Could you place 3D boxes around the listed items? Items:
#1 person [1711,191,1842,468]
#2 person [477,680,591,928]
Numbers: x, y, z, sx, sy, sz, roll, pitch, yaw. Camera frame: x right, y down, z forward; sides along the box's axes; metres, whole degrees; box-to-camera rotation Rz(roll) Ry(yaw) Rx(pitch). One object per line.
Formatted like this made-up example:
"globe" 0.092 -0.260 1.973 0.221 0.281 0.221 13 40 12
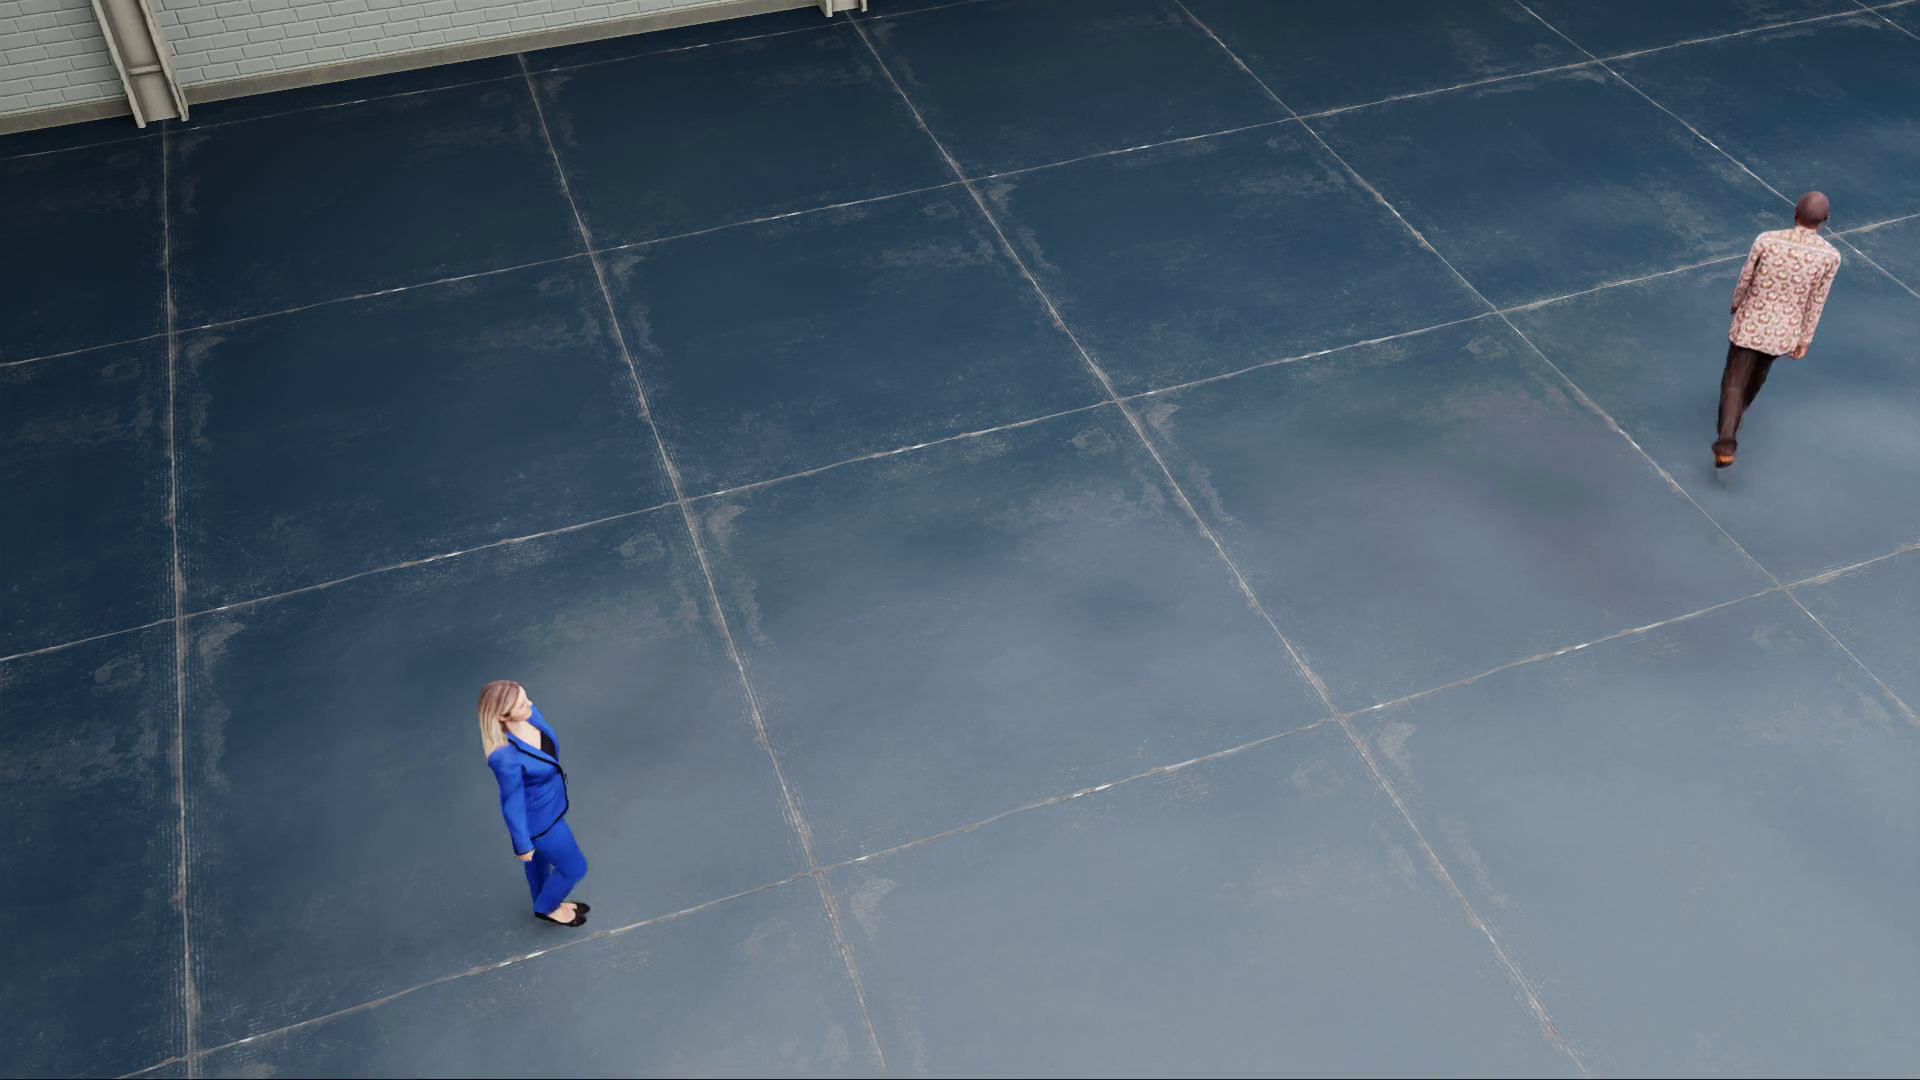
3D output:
"person" 4.962 -1.244 10.245 1.251 1.777 1.155 9 44 10
"person" -2.044 1.252 7.634 0.634 1.692 0.692 -5 43 -5
